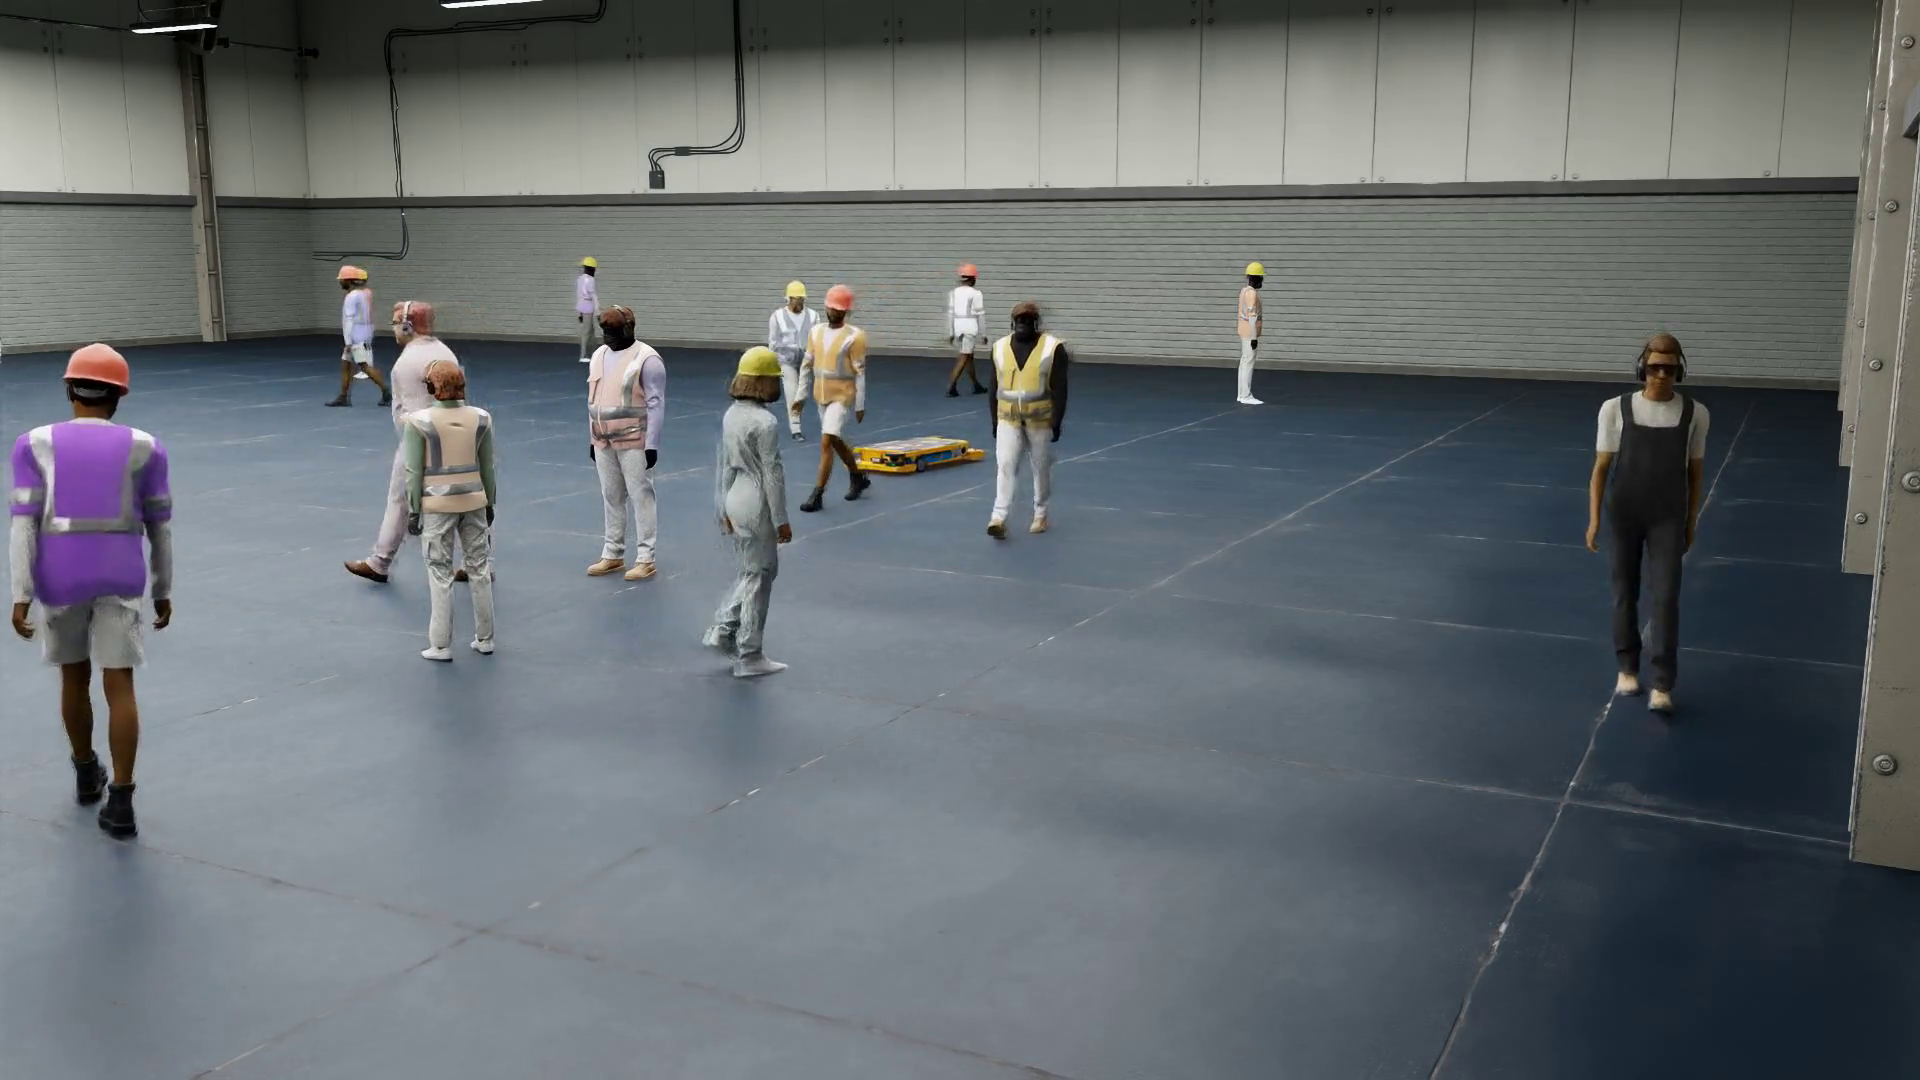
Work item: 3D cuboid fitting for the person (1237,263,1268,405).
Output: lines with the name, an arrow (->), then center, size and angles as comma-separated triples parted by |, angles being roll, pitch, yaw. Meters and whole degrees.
person -> 3.987, -2.814, 22.700 | 0.377, 1.923, 0.595 | 0, 10, 0

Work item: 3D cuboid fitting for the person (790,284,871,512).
person -> -1.046, -1.220, 14.090 | 0.600, 1.899, 0.963 | 7, 13, 35

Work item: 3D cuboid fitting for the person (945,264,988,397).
person -> 0.082, -2.999, 23.814 | 0.561, 1.895, 0.978 | 9, 14, 41

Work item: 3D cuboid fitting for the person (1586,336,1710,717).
person -> 3.315, -0.068, 8.047 | 0.519, 1.808, 0.886 | 4, 11, 21

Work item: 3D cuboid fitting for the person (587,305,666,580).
person -> -2.262, -0.650, 11.153 | 0.621, 1.838, 0.429 | 7, 12, 32

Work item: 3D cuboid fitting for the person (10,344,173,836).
person -> -3.416, 0.174, 6.582 | 0.582, 1.860, 0.916 | -5, 11, -25

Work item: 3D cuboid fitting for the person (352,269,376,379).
person -> -9.580, -3.465, 26.705 | 0.364, 1.758, 0.565 | -9, 13, -39

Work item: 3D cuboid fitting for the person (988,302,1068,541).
person -> 0.485, -0.892, 12.576 | 0.639, 1.784, 0.994 | 3, 11, 16

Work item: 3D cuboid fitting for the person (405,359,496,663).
person -> -2.747, -0.158, 9.022 | 0.513, 1.635, 0.311 | -10, 14, -43

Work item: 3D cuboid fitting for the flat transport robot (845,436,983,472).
flat transport robot -> -0.444, -0.863, 16.580 | 0.652, 0.197, 1.431 | 7, 13, 35

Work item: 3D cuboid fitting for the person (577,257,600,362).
person -> -6.754, -4.191, 30.257 | 0.404, 1.926, 0.598 | -6, 12, -31

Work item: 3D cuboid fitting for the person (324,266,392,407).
person -> -8.050, -2.720, 22.276 | 0.949, 1.901, 0.553 | -2, 11, -9

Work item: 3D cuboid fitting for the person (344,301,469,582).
person -> -3.604, -0.629, 10.966 | 0.973, 1.861, 0.653 | 3, 11, 14

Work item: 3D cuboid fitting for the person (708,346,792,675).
person -> -1.049, -0.141, 8.682 | 0.357, 1.729, 0.488 | -6, 12, -29

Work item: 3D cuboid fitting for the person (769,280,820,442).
person -> -1.869, -2.038, 18.813 | 0.593, 1.800, 0.826 | -4, 11, -22
